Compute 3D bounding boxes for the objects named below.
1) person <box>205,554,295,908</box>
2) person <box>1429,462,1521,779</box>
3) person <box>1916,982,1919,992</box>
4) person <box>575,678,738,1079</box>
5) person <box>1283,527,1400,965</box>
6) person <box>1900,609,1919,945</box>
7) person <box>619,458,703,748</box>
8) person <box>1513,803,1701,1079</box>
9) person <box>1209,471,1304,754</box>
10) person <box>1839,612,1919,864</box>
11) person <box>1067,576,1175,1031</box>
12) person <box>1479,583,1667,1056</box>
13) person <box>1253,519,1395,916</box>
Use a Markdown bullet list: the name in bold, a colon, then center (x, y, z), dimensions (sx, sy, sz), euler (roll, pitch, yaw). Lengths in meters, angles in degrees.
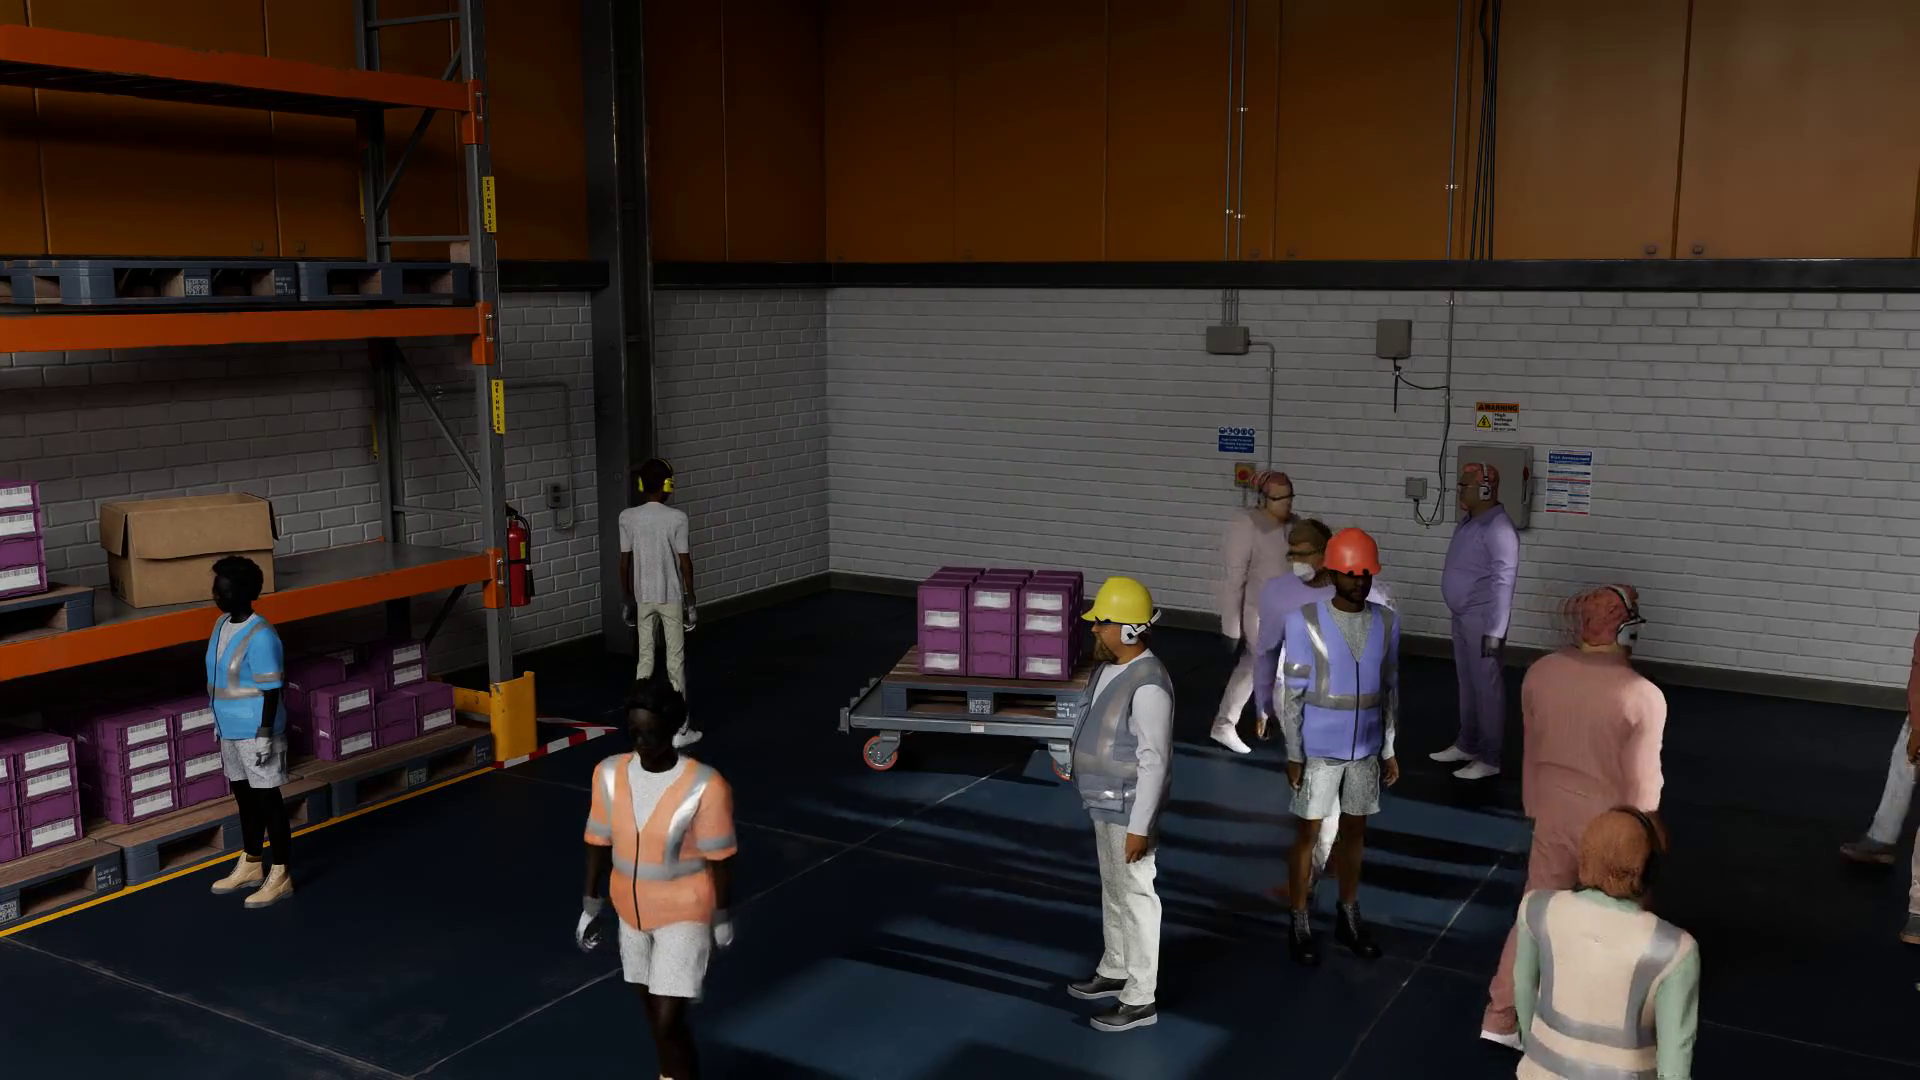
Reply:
- **person**: center (-3.435, 0.910, 8.012), dimensions (0.535, 1.697, 0.318), euler (7, 12, 39)
- **person**: center (3.101, 0.482, 10.030), dimensions (0.399, 1.909, 0.642), euler (0, 9, -3)
- **person**: center (4.399, 0.980, 6.947), dimensions (0.905, 1.910, 0.629), euler (-6, 11, -32)
- **person**: center (-1.045, 1.293, 5.683), dimensions (0.536, 1.681, 0.523), euler (4, 10, 26)
- **person**: center (1.685, 0.901, 7.317), dimensions (0.542, 1.939, 0.368), euler (-2, 9, -13)
- **person**: center (4.556, 0.858, 7.409), dimensions (0.610, 1.996, 0.379), euler (5, 10, 28)
- **person**: center (-1.921, 0.404, 10.651), dimensions (0.516, 1.865, 0.329), euler (2, 9, 12)
- **person**: center (1.765, 1.507, 4.587), dimensions (0.523, 1.596, 0.829), euler (7, 11, 37)
- **person**: center (1.912, 0.484, 10.221), dimensions (0.626, 1.843, 1.016), euler (-9, 13, -44)
- **person**: center (4.890, 0.782, 8.318), dimensions (0.856, 1.848, 0.593), euler (-2, 9, -10)
- **person**: center (0.647, 1.050, 6.713), dimensions (0.403, 1.834, 0.588), euler (-2, 9, -11)
- **person**: center (2.415, 1.085, 6.422), dimensions (0.970, 1.865, 0.654), euler (-6, 11, -31)
- **person**: center (1.756, 0.815, 8.036), dimensions (0.663, 1.876, 1.053), euler (7, 11, 36)
